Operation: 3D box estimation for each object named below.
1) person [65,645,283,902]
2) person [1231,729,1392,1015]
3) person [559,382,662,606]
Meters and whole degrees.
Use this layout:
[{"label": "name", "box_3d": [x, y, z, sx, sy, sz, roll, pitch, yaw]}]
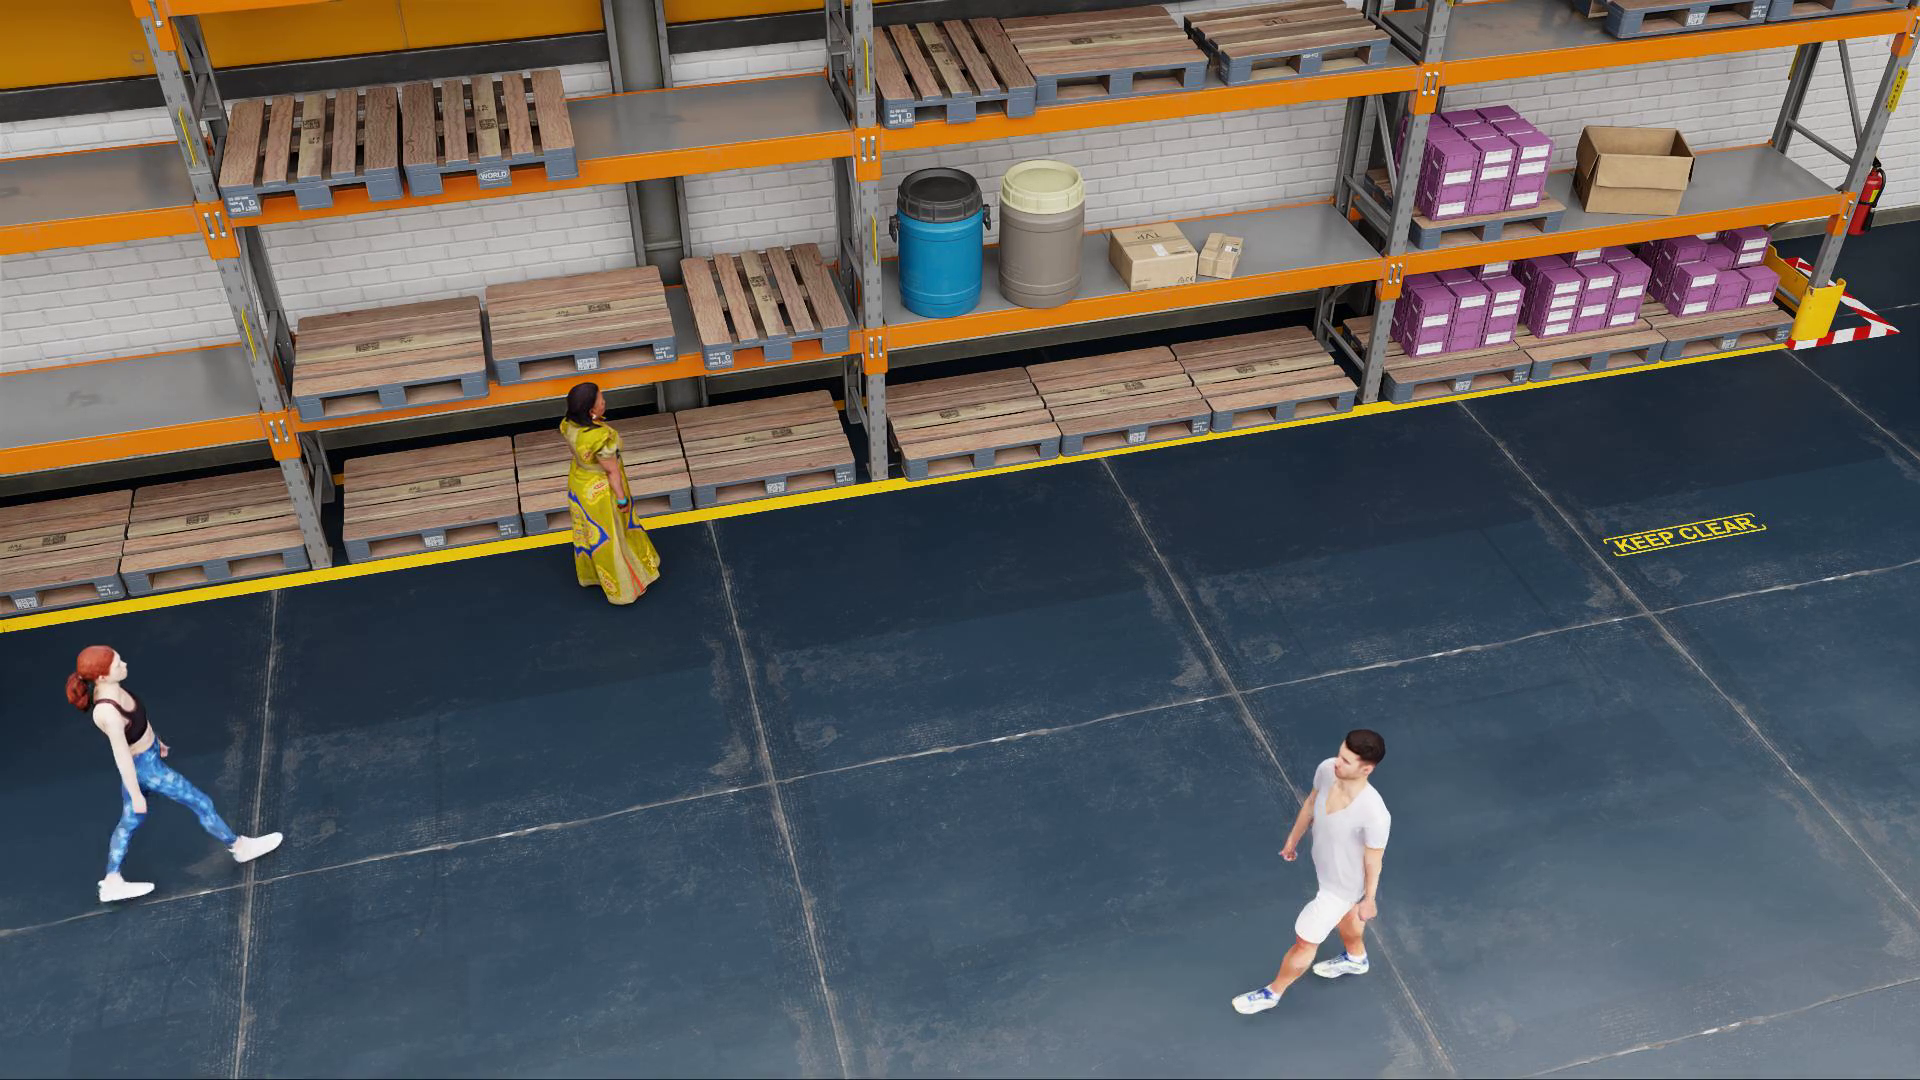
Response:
[{"label": "person", "box_3d": [-4.446, 1.284, 8.885, 1.254, 1.737, 0.806, -19, 43, -23]}, {"label": "person", "box_3d": [1.999, 1.634, 8.374, 1.076, 1.819, 0.725, -11, 40, -14]}, {"label": "person", "box_3d": [-2.371, -0.328, 10.965, 0.990, 1.660, 0.990, -31, 48, -33]}]
